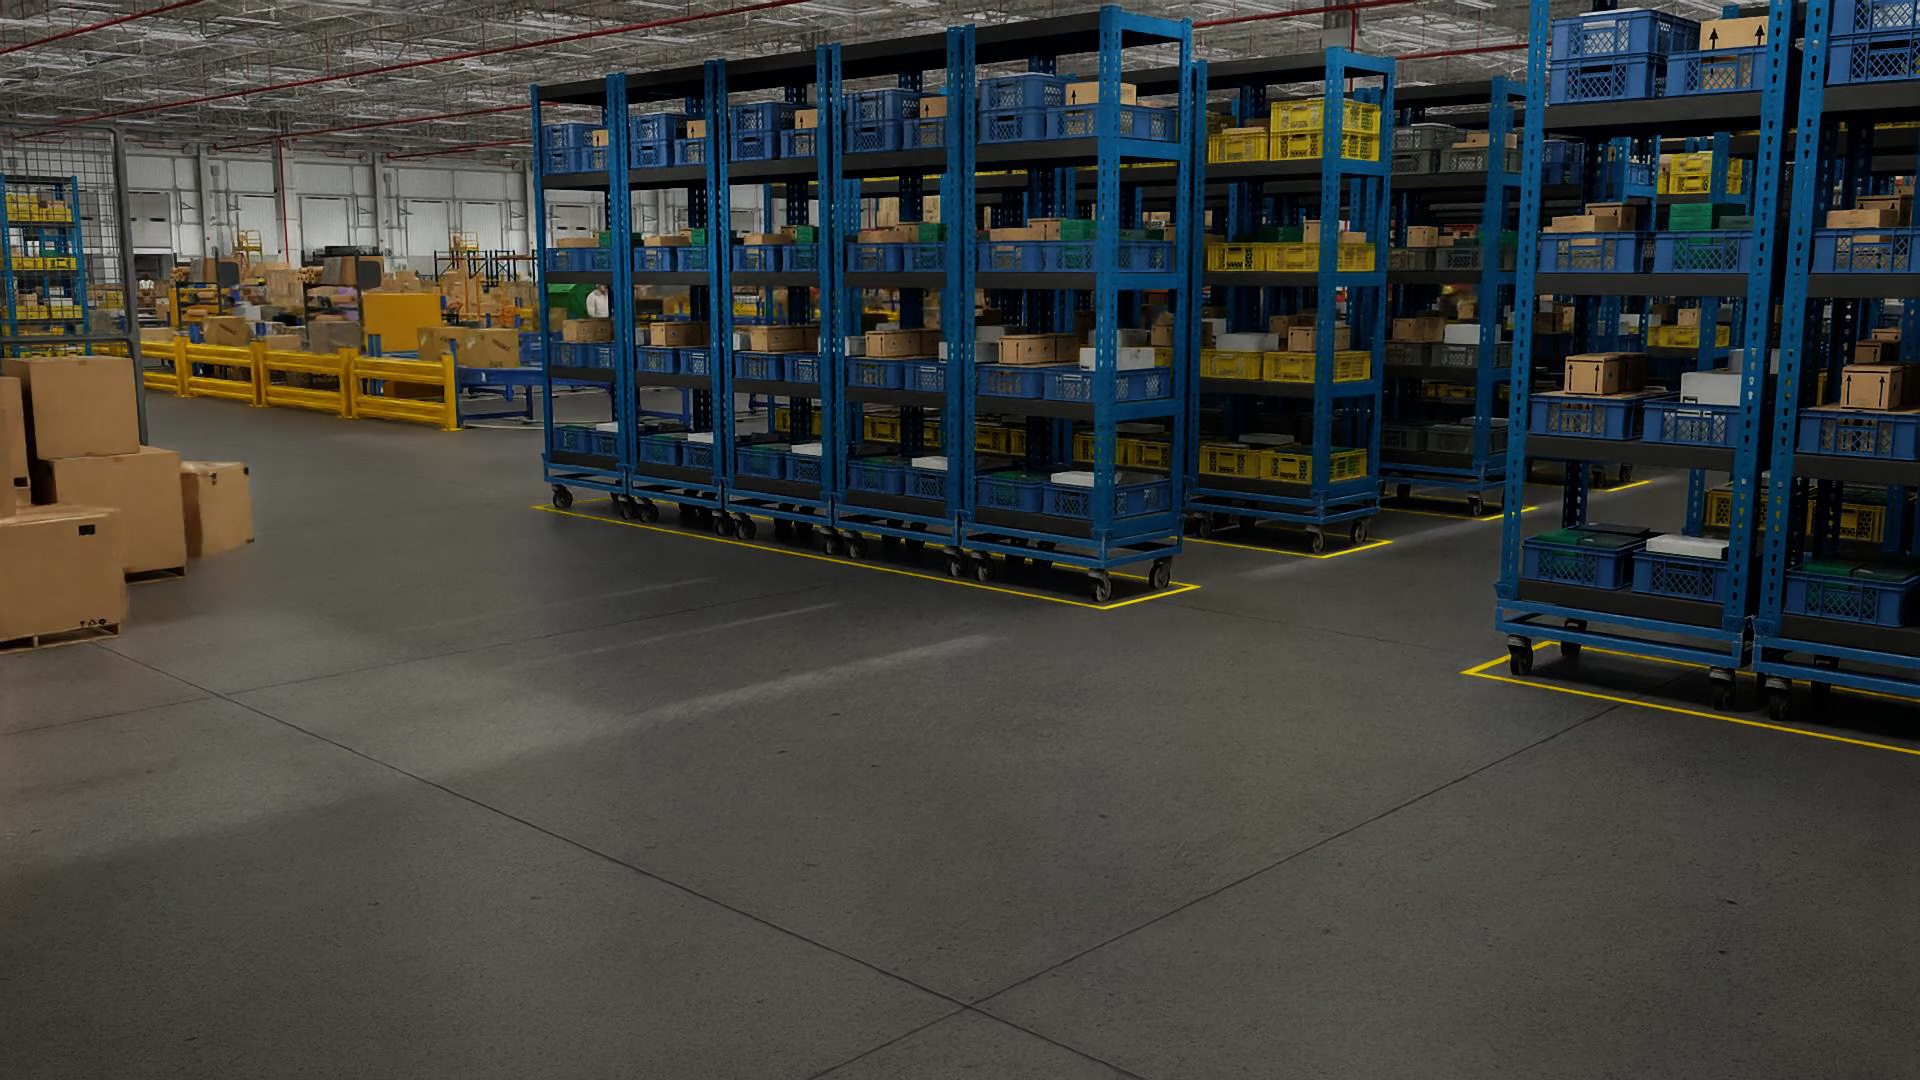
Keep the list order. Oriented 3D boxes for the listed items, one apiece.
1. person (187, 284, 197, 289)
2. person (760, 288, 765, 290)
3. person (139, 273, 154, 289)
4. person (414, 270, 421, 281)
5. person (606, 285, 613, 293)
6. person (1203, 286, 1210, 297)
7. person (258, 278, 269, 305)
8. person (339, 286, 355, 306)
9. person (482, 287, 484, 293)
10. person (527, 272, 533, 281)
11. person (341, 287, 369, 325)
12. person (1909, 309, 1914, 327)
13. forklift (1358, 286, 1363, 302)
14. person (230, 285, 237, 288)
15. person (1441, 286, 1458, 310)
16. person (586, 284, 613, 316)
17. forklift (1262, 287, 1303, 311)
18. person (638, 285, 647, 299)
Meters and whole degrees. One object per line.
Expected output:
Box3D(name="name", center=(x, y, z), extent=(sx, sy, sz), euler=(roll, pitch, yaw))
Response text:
Box3D(name="person", center=(-39.591, -12.823, 85.737), extent=(0.510, 1.852, 0.463), euler=(-2, 9, -11))
Box3D(name="person", center=(-7.643, -9.399, 65.400), extent=(0.628, 1.622, 0.522), euler=(-9, 13, -43))
Box3D(name="person", center=(-34.827, -10.477, 71.235), extent=(0.576, 1.883, 0.354), euler=(-2, 10, -13))
Box3D(name="person", center=(-28.551, -13.228, 87.616), extent=(0.534, 2.000, 0.766), euler=(1, 9, 3))
Box3D(name="person", center=(-12.752, -8.744, 60.952), extent=(0.945, 1.777, 0.603), euler=(-3, 10, -19))
Box3D(name="person", center=(8.188, -7.634, 54.559), extent=(0.508, 1.632, 0.265), euler=(6, 11, 33))
Box3D(name="person", center=(-26.544, -9.120, 63.380), extent=(0.486, 1.733, 0.332), euler=(5, 11, 28))
Box3D(name="person", center=(-17.592, -6.695, 48.006), extent=(0.946, 1.890, 0.568), euler=(9, 13, 43))
Box3D(name="person", center=(-26.486, -13.808, 91.596), extent=(0.598, 1.911, 0.481), euler=(9, 13, 44))
Box3D(name="person", center=(-23.366, -13.618, 90.373), extent=(0.619, 1.918, 0.640), euler=(0, 9, 1))
Box3D(name="person", center=(-11.994, -4.326, 33.213), extent=(0.607, 1.977, 0.992), euler=(5, 11, 29))
Box3D(name="person", center=(10.882, -1.948, 18.618), extent=(0.639, 1.983, 0.441), euler=(4, 10, 26))
Box3D(name="forklift", center=(11.100, -7.017, 46.970), extent=(1.873, 2.768, 1.129), euler=(9, 13, 43))
Box3D(name="person", center=(-25.626, -8.352, 58.399), extent=(0.952, 1.817, 0.496), euler=(-3, 10, -19))
Box3D(name="person", center=(9.556, -4.128, 32.783), extent=(0.539, 1.731, 0.867), euler=(8, 12, 41))
Box3D(name="person", center=(-7.092, -4.234, 32.932), extent=(0.396, 1.899, 0.639), euler=(5, 11, 29))
Box3D(name="forklift", center=(10.769, -8.203, 54.240), extent=(1.129, 2.768, 1.873), euler=(8, 12, 42))
Box3D(name="person", center=(-11.950, -9.025, 62.241), extent=(0.529, 1.920, 0.548), euler=(-6, 11, -32))
